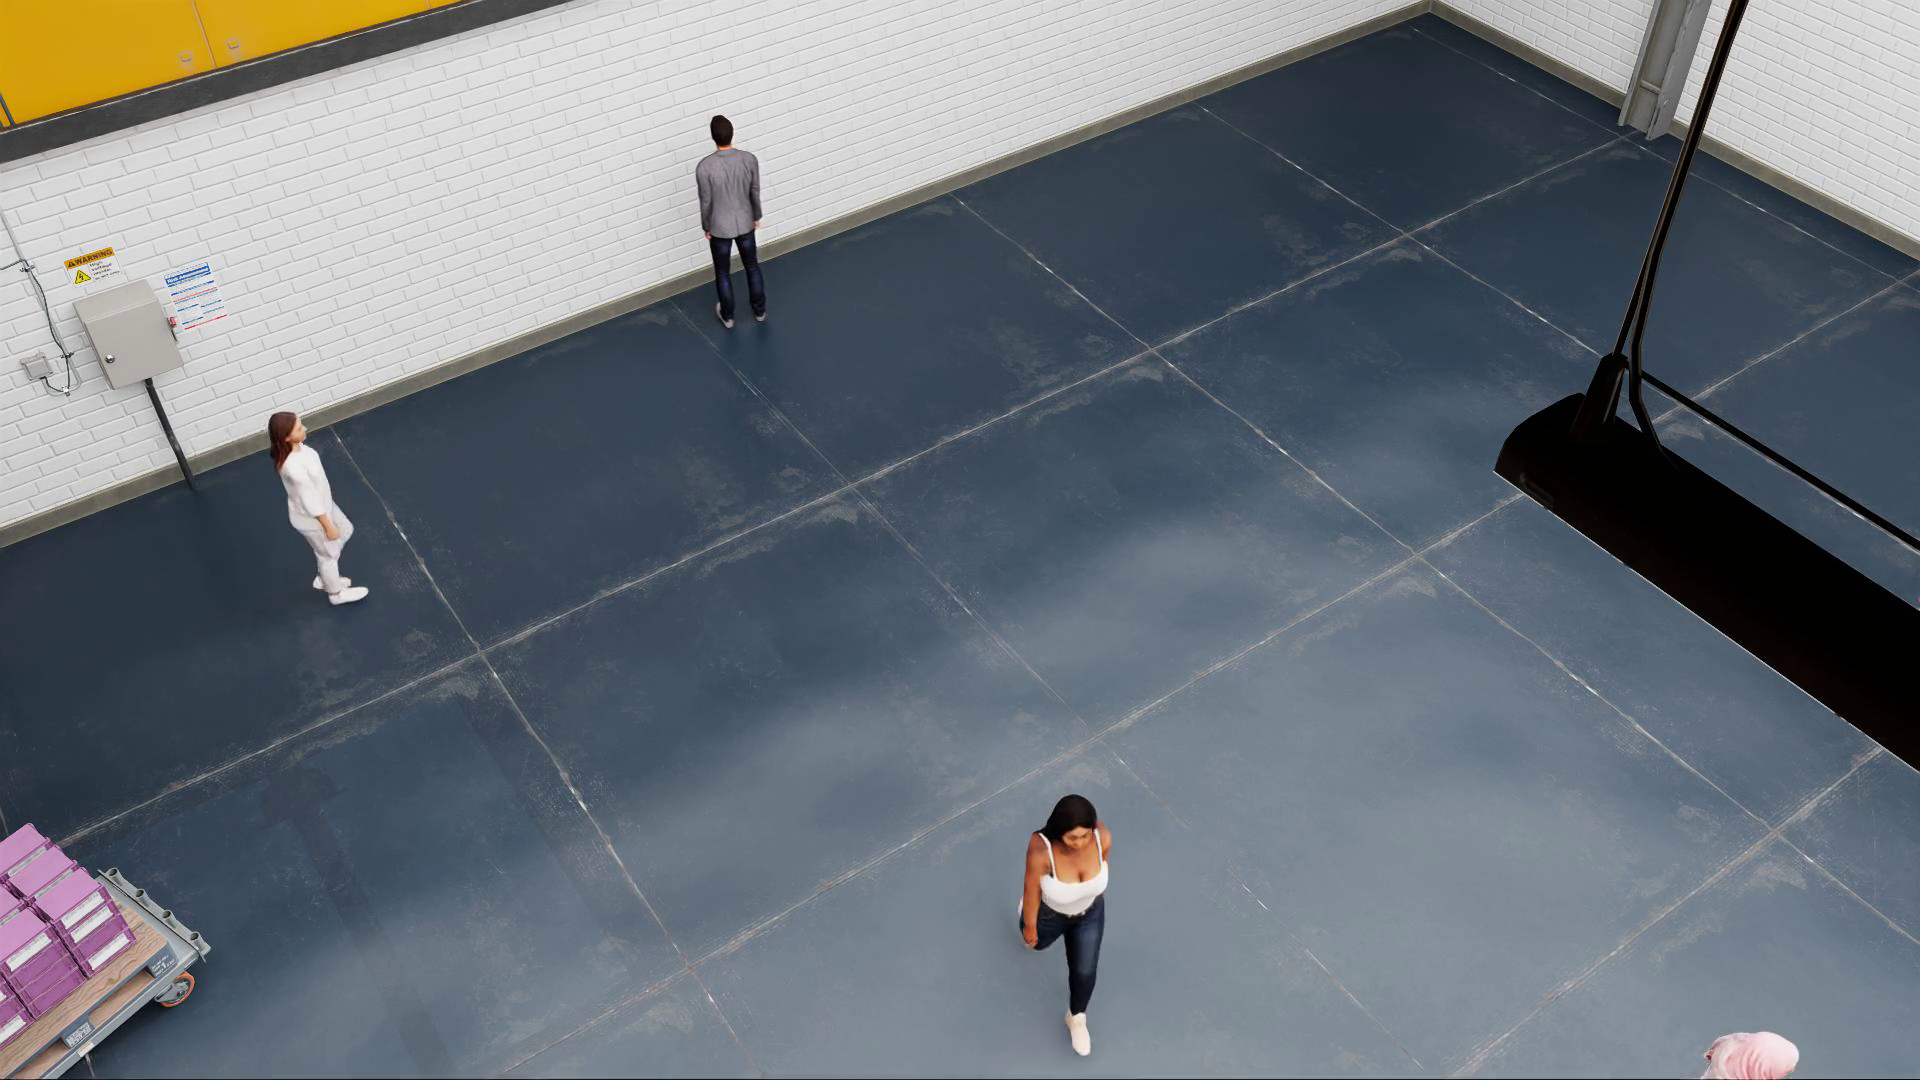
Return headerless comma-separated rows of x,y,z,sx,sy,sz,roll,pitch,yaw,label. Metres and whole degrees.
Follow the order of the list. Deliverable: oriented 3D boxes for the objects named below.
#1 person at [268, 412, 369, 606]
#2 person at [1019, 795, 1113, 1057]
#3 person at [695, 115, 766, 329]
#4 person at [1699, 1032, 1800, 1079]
-4.407,-0.182,11.152,0.724,1.679,0.598,-17,46,-17,person
0.515,1.901,8.897,0.957,1.774,1.266,-8,44,-9,person
-1.859,-2.575,13.525,0.714,1.870,0.651,-18,46,-18,person
3.480,2.817,7.924,0.850,1.789,0.802,13,45,13,person
